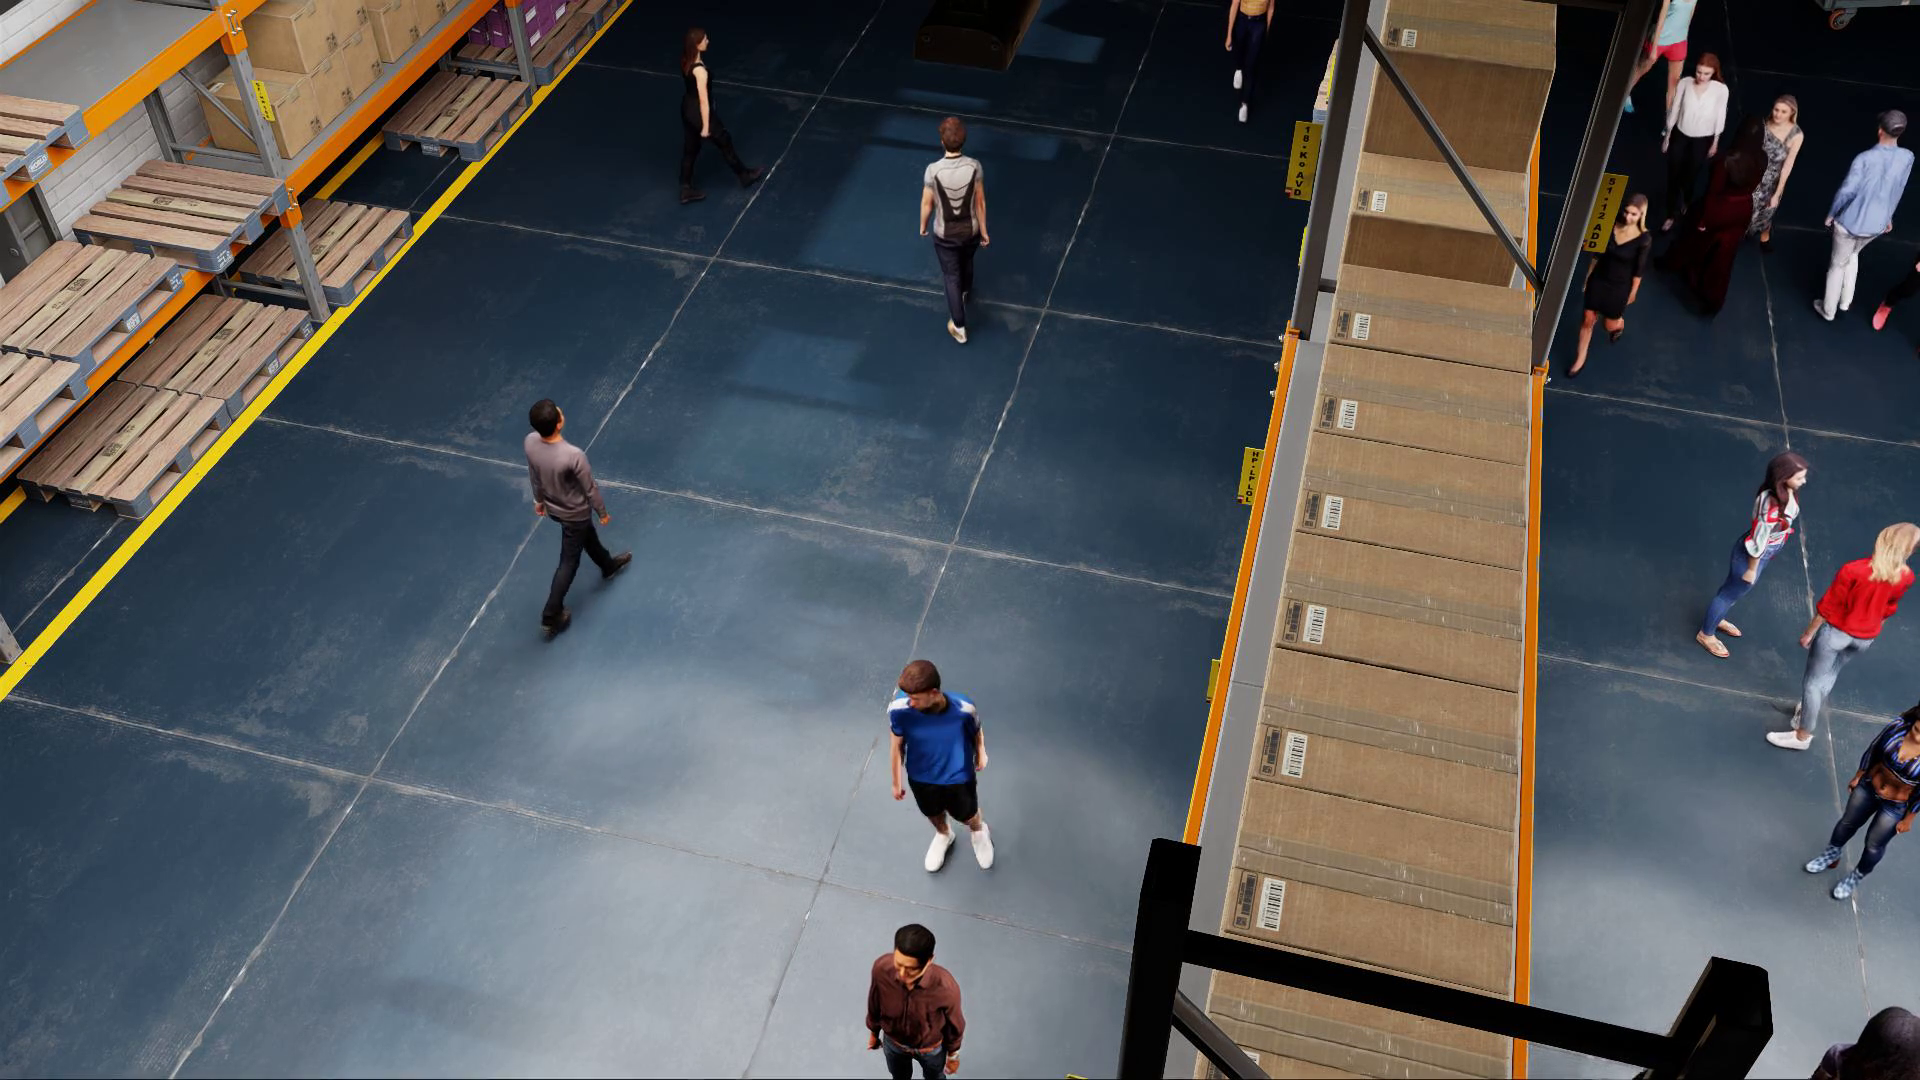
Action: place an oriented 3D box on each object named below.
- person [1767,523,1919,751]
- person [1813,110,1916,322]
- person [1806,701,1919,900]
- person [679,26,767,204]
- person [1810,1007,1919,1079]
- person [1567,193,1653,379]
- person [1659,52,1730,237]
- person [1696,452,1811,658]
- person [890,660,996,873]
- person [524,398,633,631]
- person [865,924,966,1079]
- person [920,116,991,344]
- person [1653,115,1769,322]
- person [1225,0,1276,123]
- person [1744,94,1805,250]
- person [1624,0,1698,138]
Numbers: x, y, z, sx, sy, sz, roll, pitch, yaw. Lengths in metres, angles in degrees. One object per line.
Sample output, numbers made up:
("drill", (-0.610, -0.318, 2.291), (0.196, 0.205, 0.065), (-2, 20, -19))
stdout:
("person", (5.436, 0.606, 10.240), (0.787, 1.666, 0.776), (-9, 44, -10))
("person", (7.283, -2.535, 13.389), (0.756, 1.869, 0.740), (2, 44, 2))
("person", (5.238, 1.442, 9.392), (0.759, 1.625, 0.688), (-19, 47, -19))
("person", (-2.391, -3.748, 14.820), (1.117, 1.652, 1.017), (-25, 49, -24))
("person", (4.185, 2.819, 7.899), (0.769, 1.690, 0.942), (24, 49, 23))
("person", (5.120, -2.010, 12.989), (0.921, 1.661, 0.790), (-34, 53, -31))
("person", (6.368, -3.476, 14.475), (0.773, 1.734, 0.838), (24, 49, 23))
("person", (5.172, 0.071, 10.840), (0.717, 1.612, 0.584), (29, 51, 27))
("person", (-0.076, 1.248, 9.451), (0.805, 1.823, 0.753), (-7, 44, -7))
("person", (-2.639, -0.144, 10.981), (0.917, 1.729, 1.236), (20, 47, 20))
("person", (-0.217, 2.446, 8.223), (0.649, 1.782, 0.524), (12, 45, 13))
("person", (-0.006, -2.410, 13.267), (0.989, 1.857, 1.181), (-9, 44, -9))
("person", (6.250, -2.573, 13.551), (1.005, 1.701, 1.241), (-8, 44, -9))
("person", (2.801, -4.987, 16.169), (0.626, 1.586, 1.170), (7, 44, 7))
("person", (6.779, -2.991, 14.004), (0.848, 1.680, 1.080), (32, 52, 29))
("person", (6.680, -4.772, 15.852), (1.009, 1.710, 1.266), (-9, 44, -10))
